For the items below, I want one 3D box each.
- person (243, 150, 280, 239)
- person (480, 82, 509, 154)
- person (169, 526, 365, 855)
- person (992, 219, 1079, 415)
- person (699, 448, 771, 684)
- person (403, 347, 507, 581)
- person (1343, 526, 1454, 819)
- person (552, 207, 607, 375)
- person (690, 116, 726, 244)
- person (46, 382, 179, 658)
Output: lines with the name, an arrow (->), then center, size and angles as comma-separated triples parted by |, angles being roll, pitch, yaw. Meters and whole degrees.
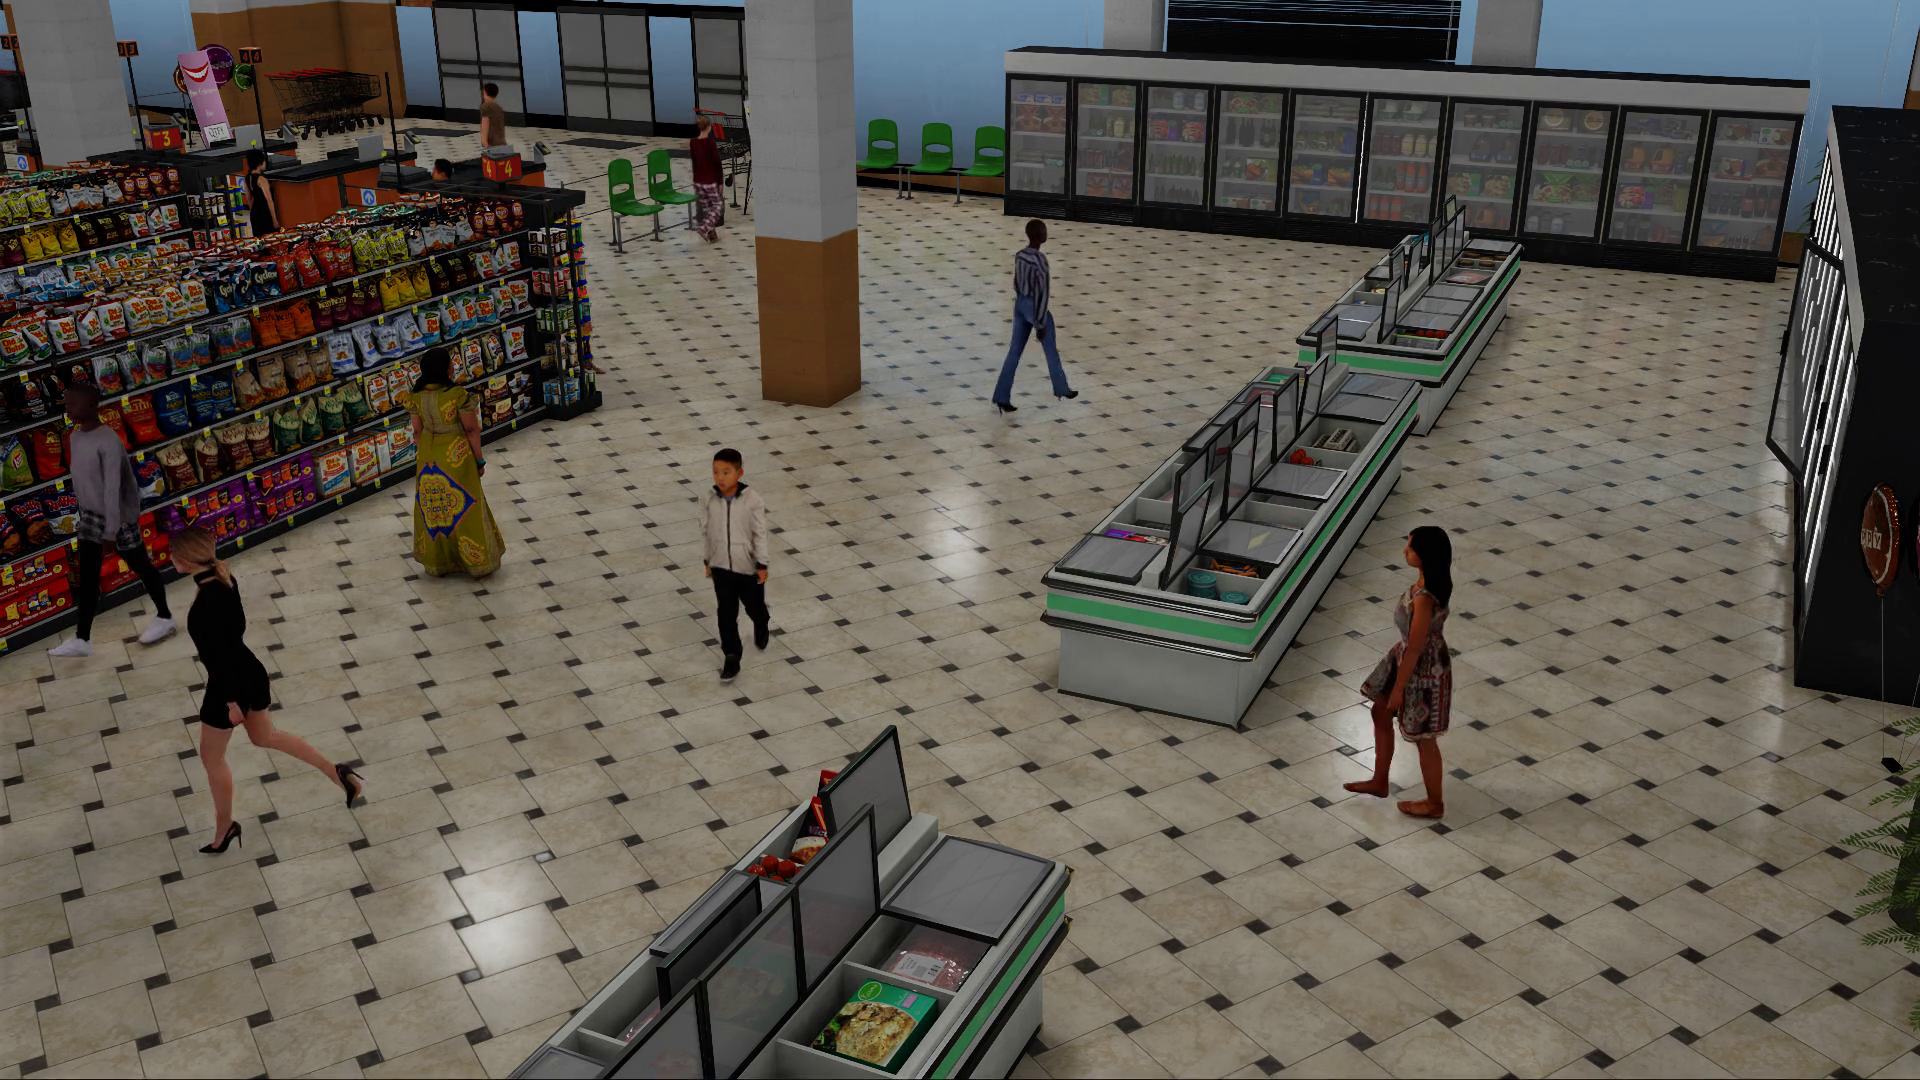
person -> -8.297, -3.816, 19.768 | 0.602, 1.606, 0.546 | 14, 26, 30
person -> -6.693, -5.643, 24.051 | 0.824, 1.804, 0.738 | 4, 22, 10
person -> -3.494, 0.755, 8.212 | 1.035, 1.740, 1.066 | -4, 22, -10
person -> 0.572, -1.952, 14.956 | 1.279, 1.734, 1.044 | -15, 26, -33
person -> -1.344, 0.121, 10.189 | 0.745, 1.443, 0.917 | 3, 22, 7
person -> -3.539, -0.529, 11.516 | 0.939, 1.659, 0.891 | 3, 22, 8
person -> 2.437, 0.706, 8.490 | 0.736, 1.624, 0.723 | 7, 23, 18
person -> -3.880, -2.422, 16.183 | 0.644, 1.692, 0.963 | 8, 23, 19
person -> -3.358, -4.716, 21.894 | 0.654, 1.690, 0.800 | 11, 24, 26
person -> -5.240, -0.145, 10.449 | 0.658, 1.742, 1.041 | 11, 24, 25
